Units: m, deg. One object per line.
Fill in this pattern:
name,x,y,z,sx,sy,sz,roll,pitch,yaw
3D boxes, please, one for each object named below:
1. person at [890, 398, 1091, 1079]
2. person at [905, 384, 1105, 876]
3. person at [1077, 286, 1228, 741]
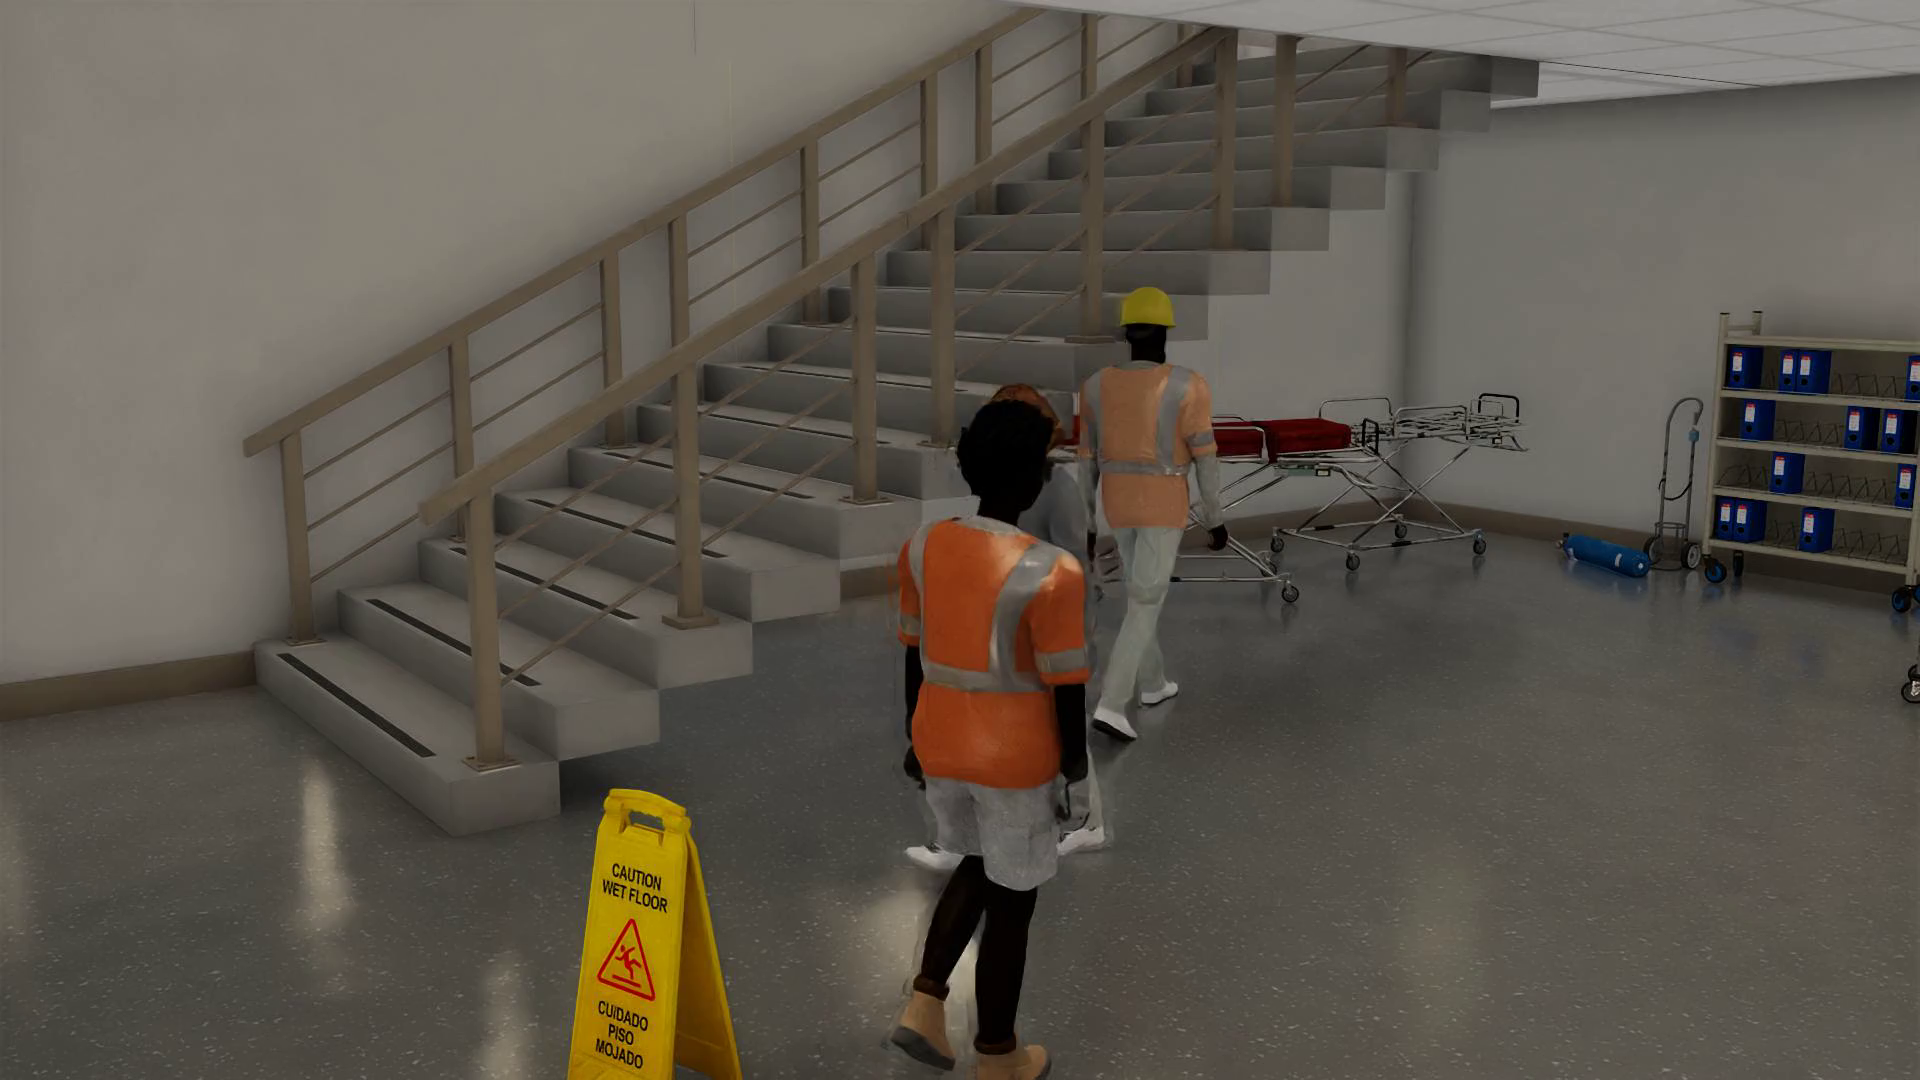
person,0.089,0.510,3.913,0.556,1.683,0.362,9,14,43
person,0.148,0.302,5.385,0.832,1.587,0.514,-4,11,-23
person,0.762,-0.125,7.037,0.600,1.883,0.983,7,12,35
